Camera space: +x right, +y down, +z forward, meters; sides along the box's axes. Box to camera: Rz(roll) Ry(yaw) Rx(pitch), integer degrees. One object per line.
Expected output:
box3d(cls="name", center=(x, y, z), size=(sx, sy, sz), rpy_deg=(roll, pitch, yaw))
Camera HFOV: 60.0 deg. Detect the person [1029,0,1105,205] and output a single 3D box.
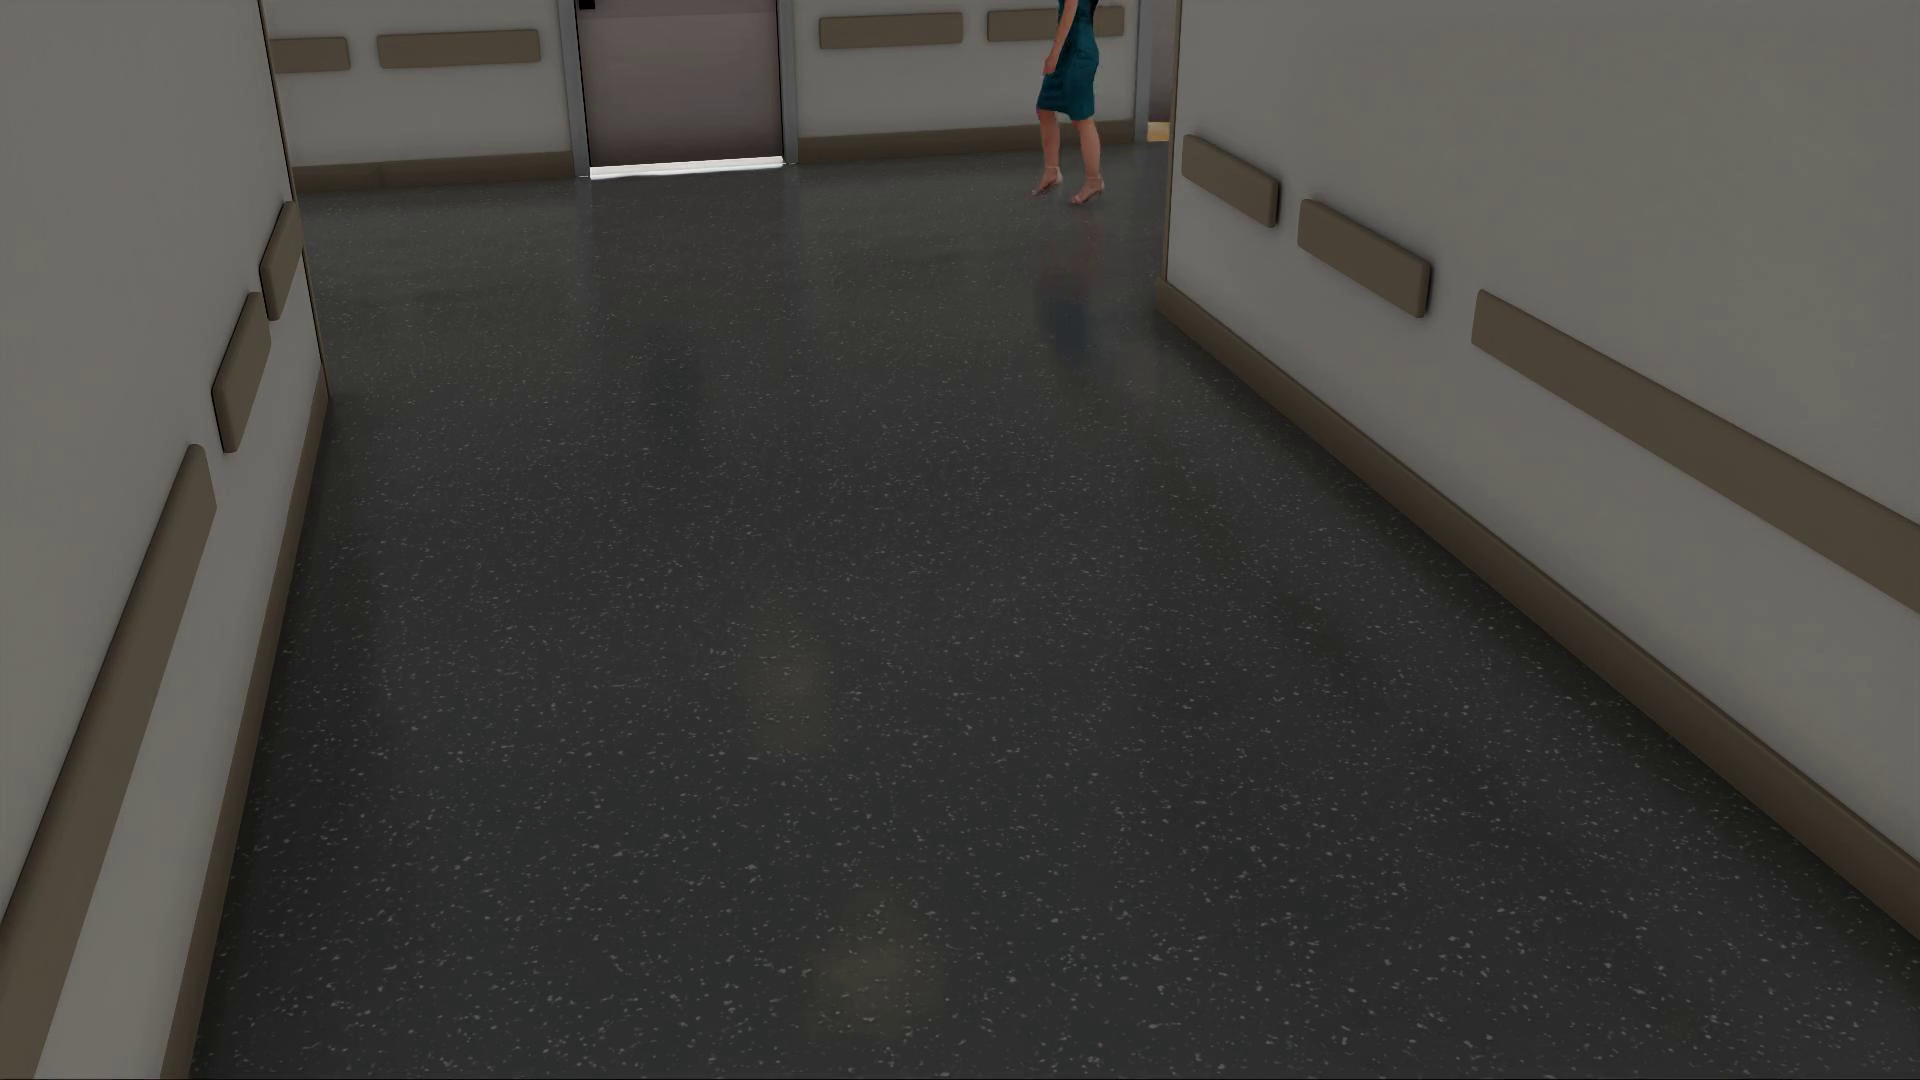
box3d(cls="person", center=(0.732, -2.723, 9.438), size=(0.710, 1.670, 0.628), rpy_deg=(-1, 26, -2))
